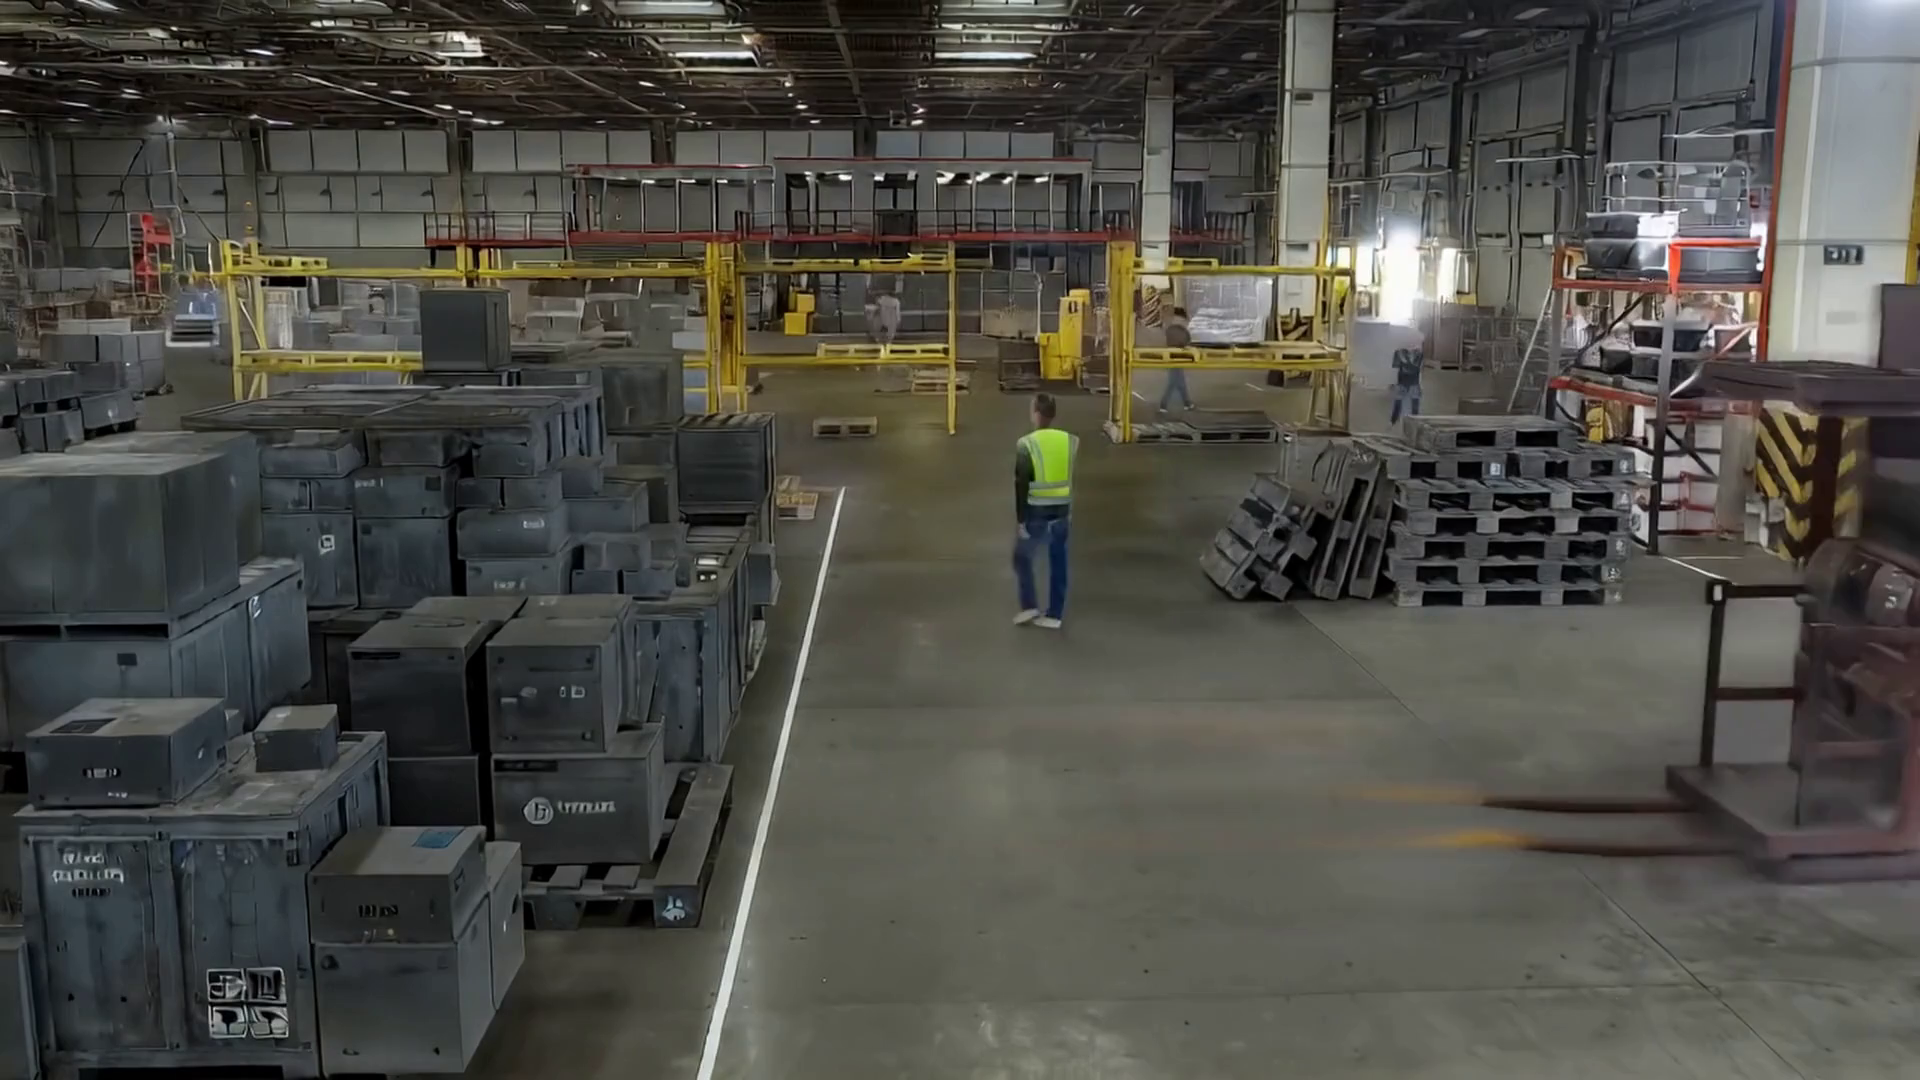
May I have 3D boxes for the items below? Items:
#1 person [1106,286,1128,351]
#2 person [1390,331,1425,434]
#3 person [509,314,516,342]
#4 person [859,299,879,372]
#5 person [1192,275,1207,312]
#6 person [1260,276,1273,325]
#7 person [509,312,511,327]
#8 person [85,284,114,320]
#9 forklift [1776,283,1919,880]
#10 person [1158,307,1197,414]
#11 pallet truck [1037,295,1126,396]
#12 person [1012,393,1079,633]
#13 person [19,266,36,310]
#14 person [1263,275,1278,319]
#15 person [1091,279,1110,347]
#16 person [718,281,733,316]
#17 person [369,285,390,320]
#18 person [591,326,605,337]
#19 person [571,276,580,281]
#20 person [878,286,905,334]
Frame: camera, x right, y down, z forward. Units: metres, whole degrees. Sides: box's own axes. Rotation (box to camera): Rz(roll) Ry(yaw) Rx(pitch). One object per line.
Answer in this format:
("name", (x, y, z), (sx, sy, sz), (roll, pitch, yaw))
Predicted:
("person", (4.398, -6.119, 46.066), (0.688, 1.808, 0.647), (-9, 14, -41))
("person", (6.986, -2.443, 26.004), (0.538, 1.655, 0.862), (-1, 10, -4))
("person", (-7.874, -3.052, 28.814), (0.319, 1.865, 0.521), (9, 14, 42))
("person", (-1.956, -4.754, 38.684), (0.713, 1.719, 0.488), (1, 10, 6))
("person", (10.277, -10.751, 71.374), (0.620, 1.985, 0.413), (1, 10, 4))
("person", (11.185, -8.694, 60.469), (0.636, 1.799, 0.983), (-8, 13, -37))
("person", (-8.755, -3.507, 31.606), (0.607, 1.783, 0.942), (3, 11, 16))
("person", (-21.370, -5.354, 41.342), (0.625, 1.981, 0.441), (-5, 11, -27))
("forklift", (4.824, 0.144, 8.177), (1.873, 2.768, 1.129), (0, 10, -2))
("person", (3.862, -3.186, 29.538), (0.992, 1.883, 0.601), (-7, 12, -33))
("pallet truck", (2.483, -3.881, 33.060), (1.885, 1.965, 0.823), (-7, 13, -36))
("person", (0.649, -0.217, 12.997), (0.596, 1.864, 0.564), (-5, 11, -27))
("person", (-40.265, -10.833, 71.730), (0.628, 2.020, 0.736), (-3, 10, -14))
("person", (12.000, -9.437, 64.335), (0.619, 1.874, 0.971), (0, 10, 0))
("person", (4.078, -6.564, 48.141), (0.602, 1.949, 0.389), (-3, 11, -14))
("person", (-6.620, -6.302, 46.767), (0.560, 1.926, 0.461), (-9, 13, -40))
("person", (-15.106, -5.668, 43.266), (0.550, 1.912, 0.823), (0, 10, -1))
("person", (-4.900, -1.936, 22.501), (0.608, 1.909, 0.401), (0, 10, 3))
("person", (-15.551, -10.015, 67.591), (0.560, 1.865, 0.611), (4, 11, 21))
("person", (-1.813, -5.635, 43.154), (0.636, 1.893, 1.007), (5, 12, 28))
